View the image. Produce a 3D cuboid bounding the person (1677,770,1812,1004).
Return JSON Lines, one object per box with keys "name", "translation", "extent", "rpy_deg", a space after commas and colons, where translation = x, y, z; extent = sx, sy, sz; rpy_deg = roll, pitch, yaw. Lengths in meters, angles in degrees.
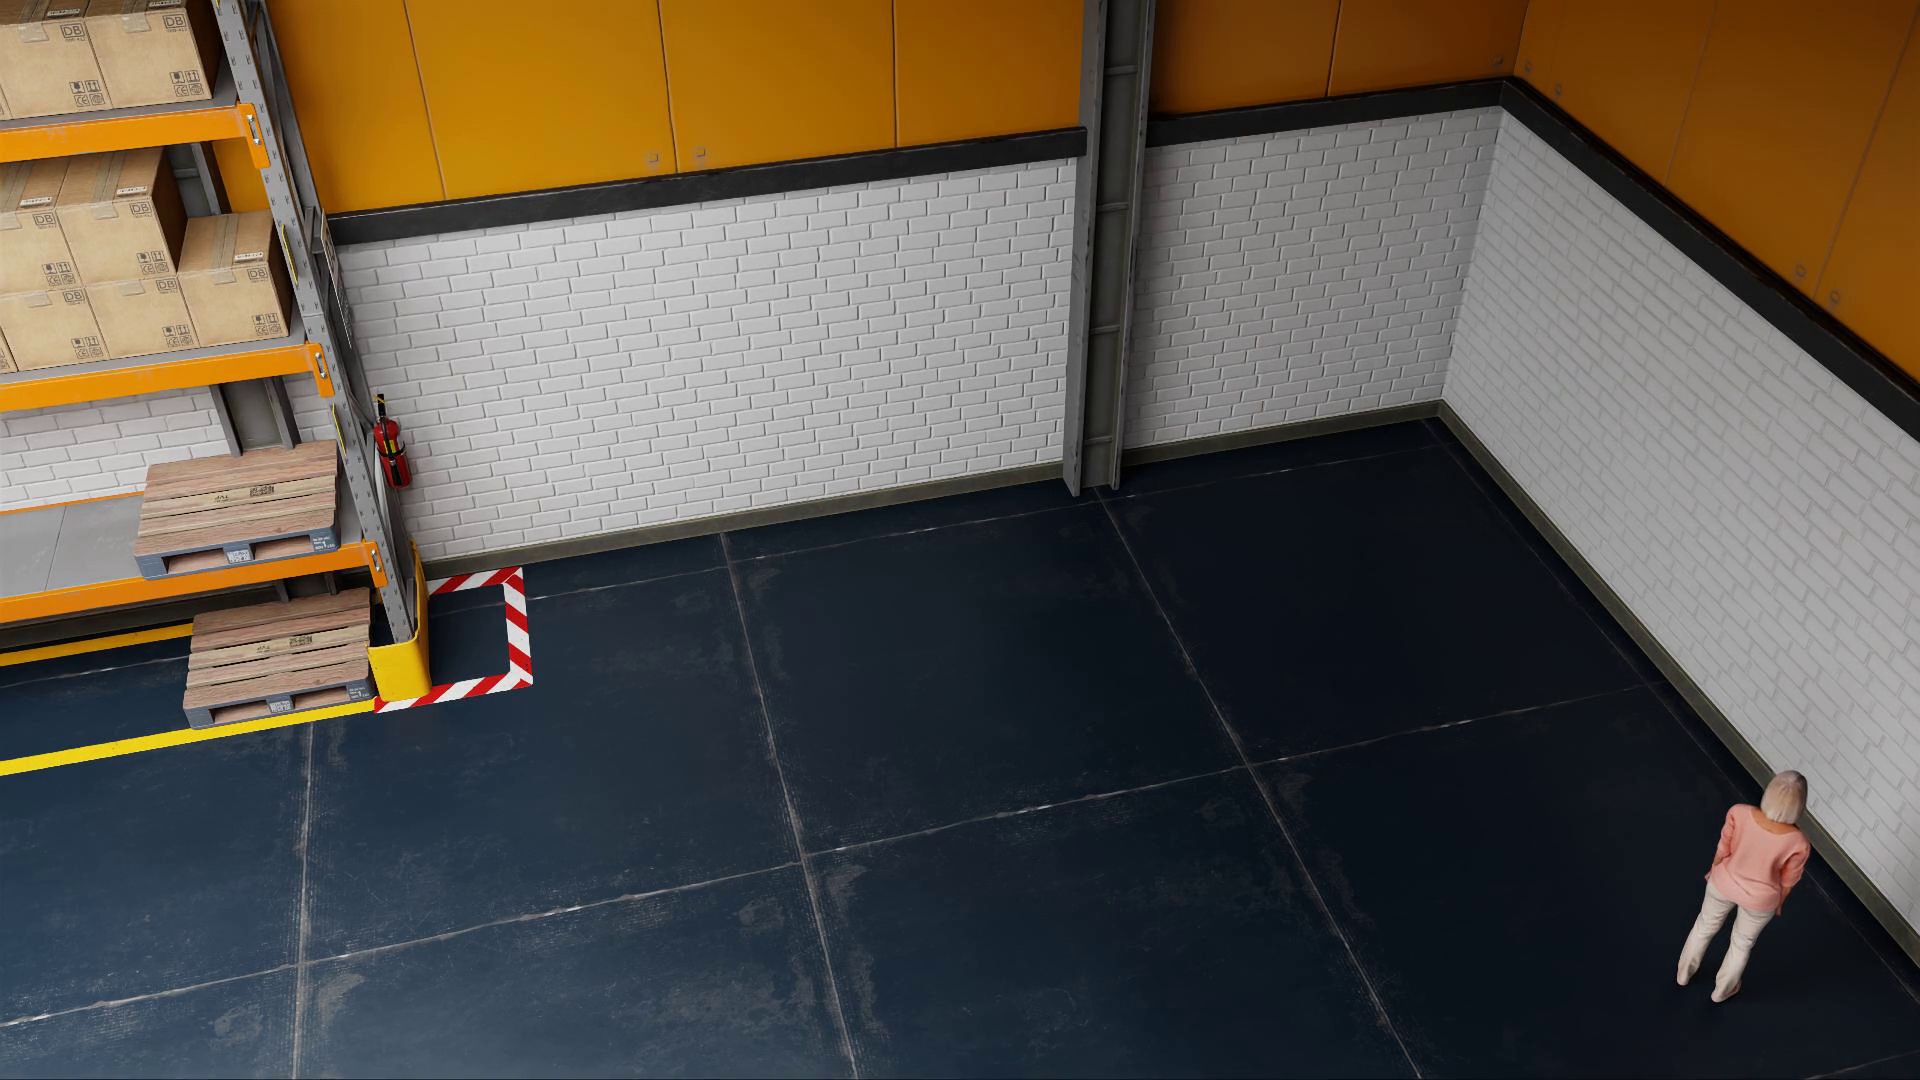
{"name": "person", "translation": [4.309, 1.897, 9.121], "extent": [0.682, 1.724, 0.708], "rpy_deg": [27, 46, 30]}
